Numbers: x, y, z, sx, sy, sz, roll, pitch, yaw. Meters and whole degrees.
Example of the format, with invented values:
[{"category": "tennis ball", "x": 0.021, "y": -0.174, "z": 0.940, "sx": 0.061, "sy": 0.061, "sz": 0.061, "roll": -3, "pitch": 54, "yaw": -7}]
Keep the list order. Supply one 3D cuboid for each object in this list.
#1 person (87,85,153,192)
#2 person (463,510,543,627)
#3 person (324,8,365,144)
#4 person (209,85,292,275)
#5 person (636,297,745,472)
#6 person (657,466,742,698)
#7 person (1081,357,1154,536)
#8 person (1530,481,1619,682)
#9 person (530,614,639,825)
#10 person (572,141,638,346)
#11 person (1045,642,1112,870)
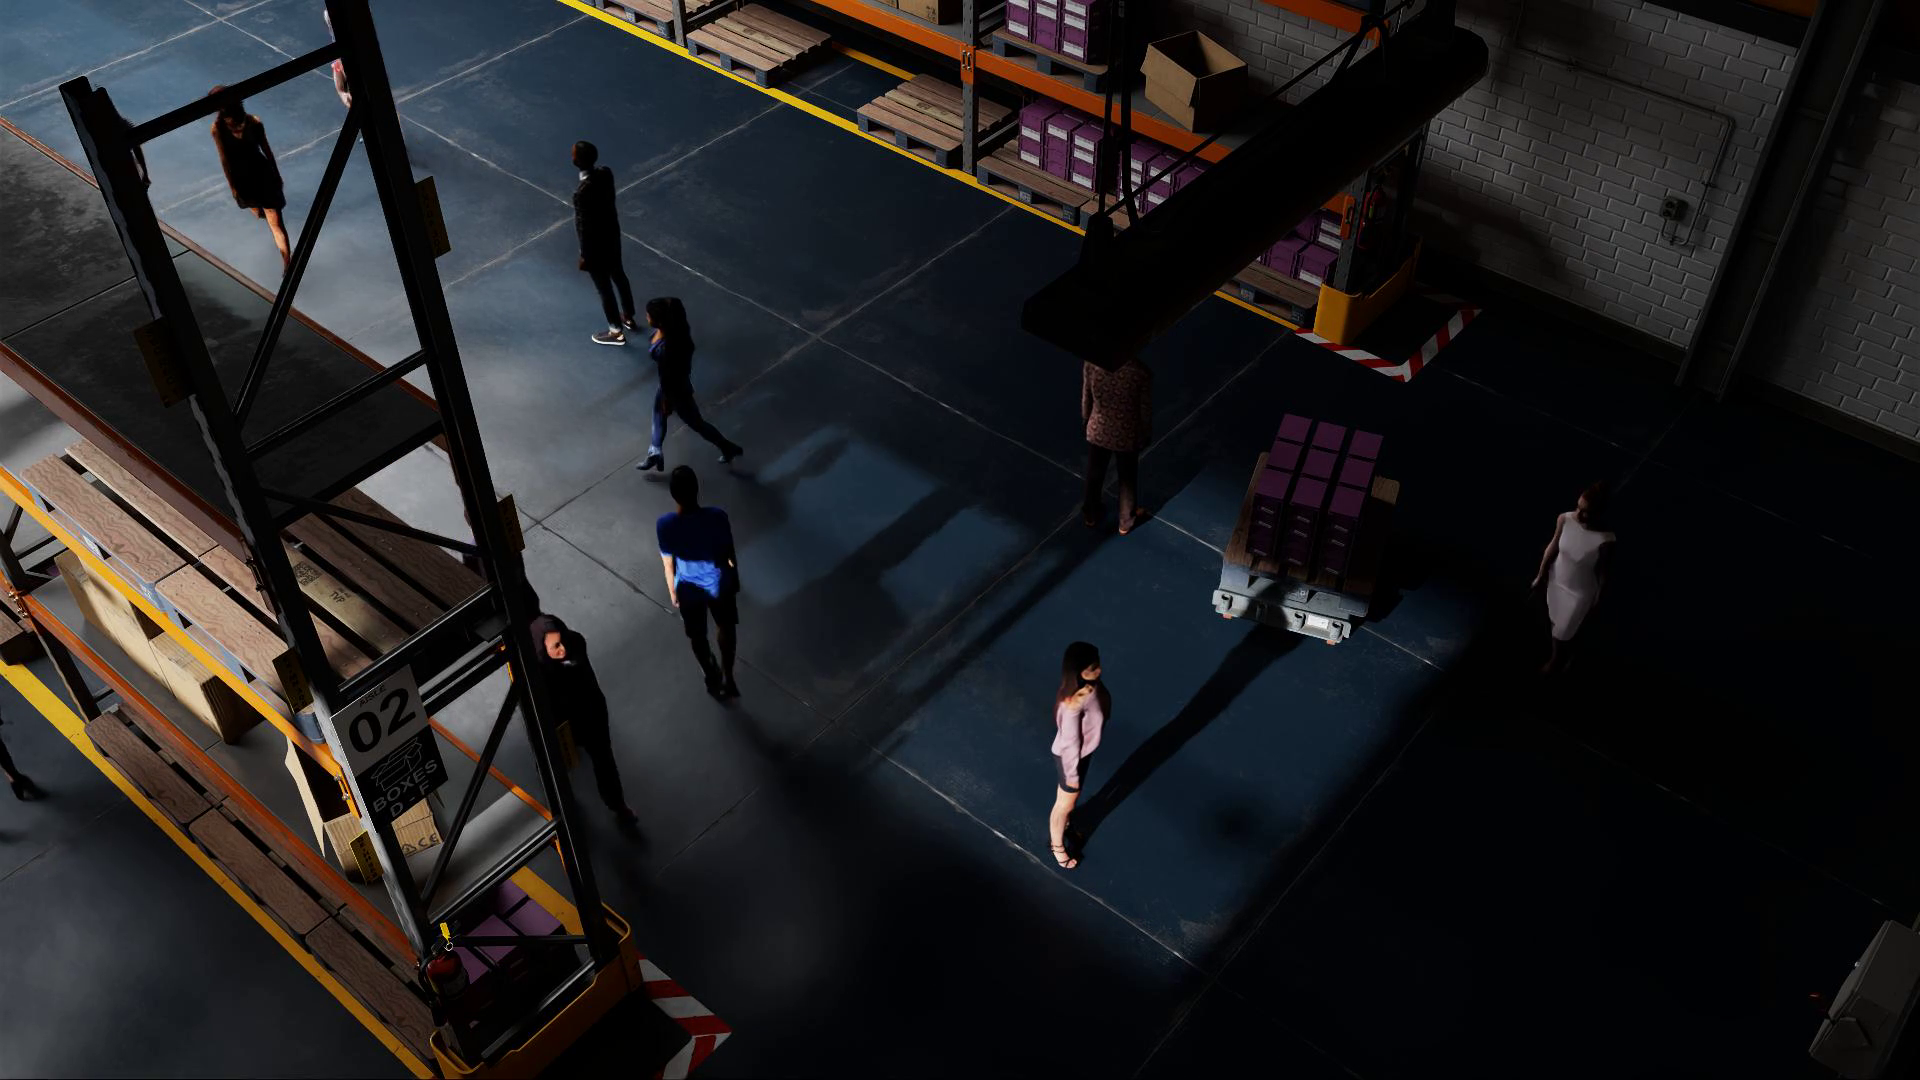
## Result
[{"category": "person", "x": -7.123, "y": -3.046, "z": 14.208, "sx": 0.889, "sy": 1.687, "sz": 0.590, "roll": 31, "pitch": 52, "yaw": 29}, {"category": "person", "x": -3.000, "y": 0.308, "z": 10.786, "sx": 0.594, "sy": 1.550, "sz": 0.594, "roll": -33, "pitch": 53, "yaw": -30}, {"category": "person", "x": -5.684, "y": -4.533, "z": 15.730, "sx": 0.618, "sy": 1.740, "sz": 0.544, "roll": 29, "pitch": 51, "yaw": 27}, {"category": "person", "x": -6.001, "y": -3.064, "z": 14.144, "sx": 0.951, "sy": 1.802, "sz": 1.205, "roll": -16, "pitch": 46, "yaw": -17}, {"category": "person", "x": -2.014, "y": -1.106, "z": 12.247, "sx": 1.097, "sy": 1.583, "sz": 1.067, "roll": -5, "pitch": 44, "yaw": -5}, {"category": "person", "x": -1.617, "y": 0.352, "z": 10.518, "sx": 0.904, "sy": 1.856, "sz": 0.992, "roll": -8, "pitch": 44, "yaw": -8}, {"category": "person", "x": 1.100, "y": -0.793, "z": 11.755, "sx": 0.622, "sy": 1.808, "sz": 0.800, "roll": 18, "pitch": 47, "yaw": 18}, {"category": "person", "x": 3.975, "y": 0.280, "z": 10.652, "sx": 0.738, "sy": 1.776, "sz": 0.672, "roll": -27, "pitch": 50, "yaw": -25}, {"category": "person", "x": -2.404, "y": 1.038, "z": 10.008, "sx": 1.025, "sy": 1.567, "sz": 0.655, "roll": 30, "pitch": 51, "yaw": 28}, {"category": "person", "x": -2.887, "y": -2.406, "z": 13.439, "sx": 0.671, "sy": 1.821, "sz": 0.730, "roll": 16, "pitch": 46, "yaw": 16}, {"category": "person", "x": 0.656, "y": 1.232, "z": 9.627, "sx": 0.641, "sy": 1.811, "sz": 0.676, "roll": 14, "pitch": 45, "yaw": 14}]
